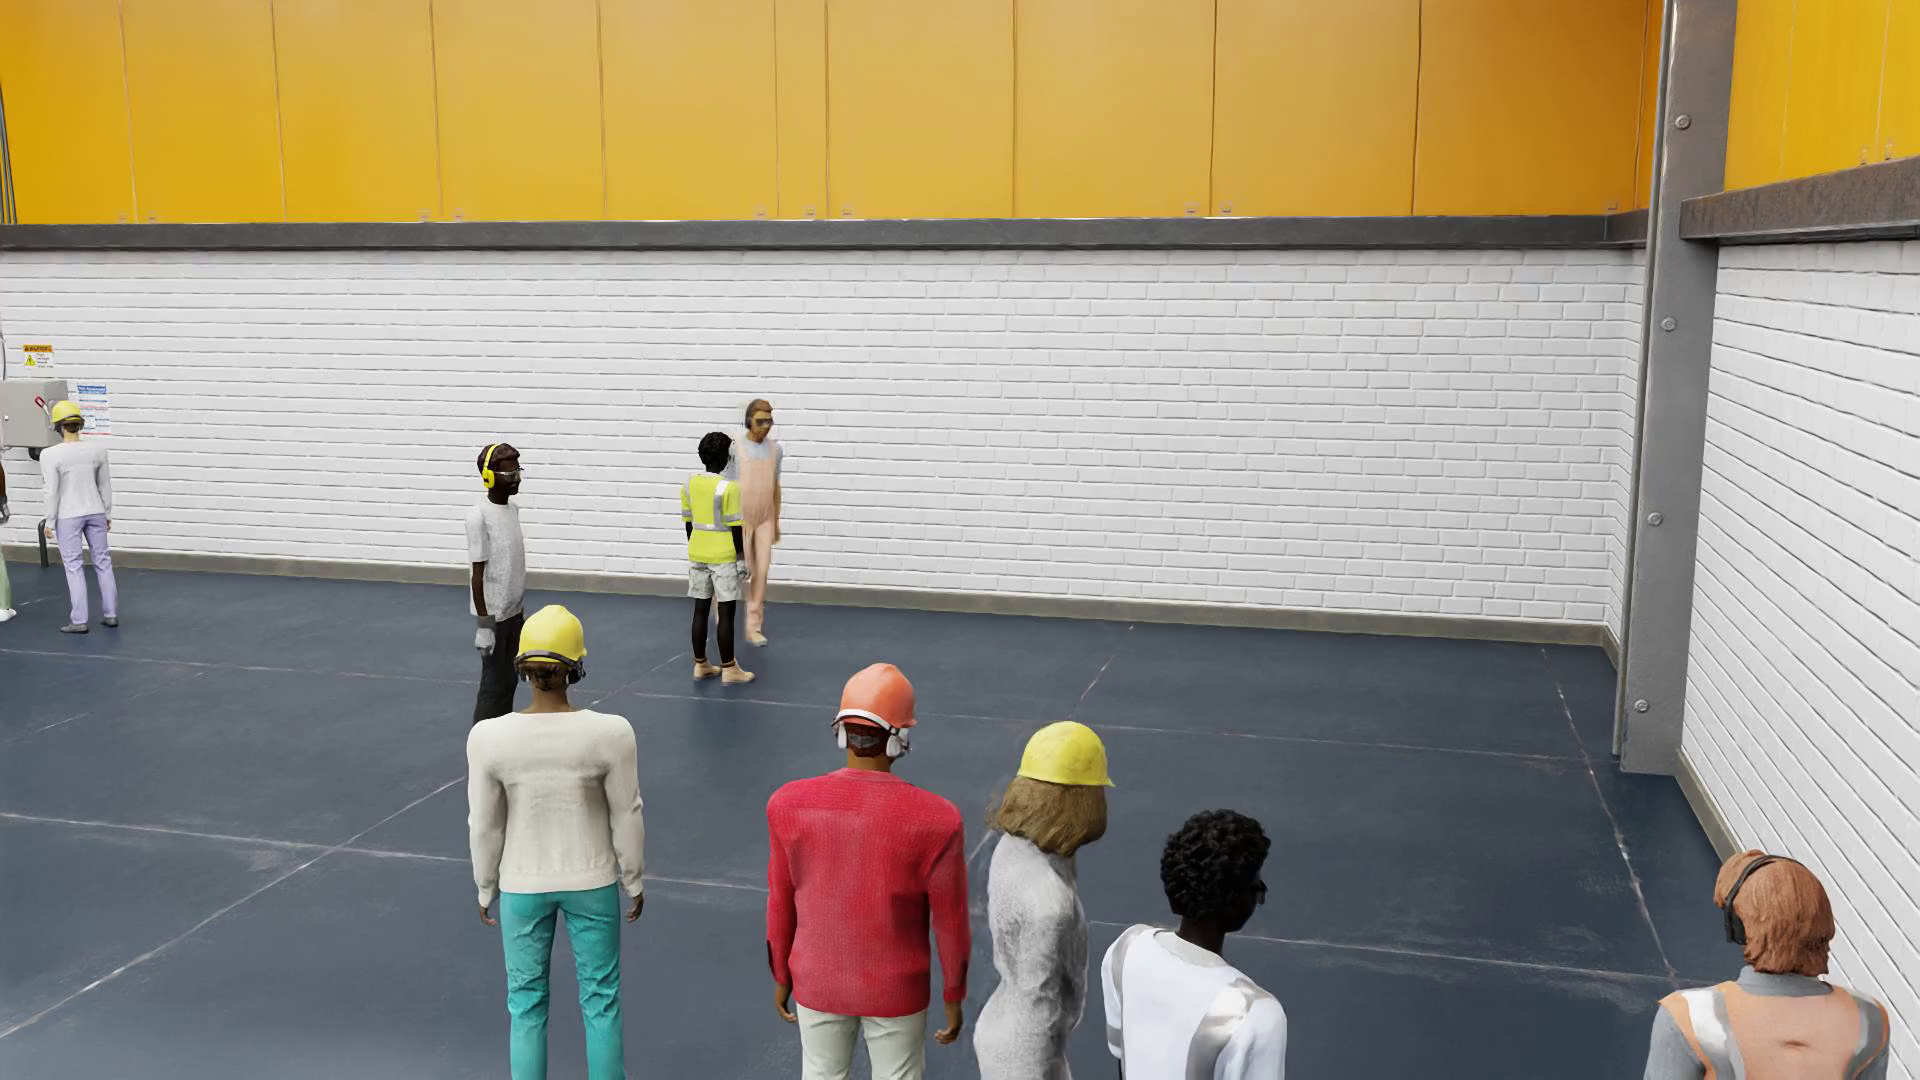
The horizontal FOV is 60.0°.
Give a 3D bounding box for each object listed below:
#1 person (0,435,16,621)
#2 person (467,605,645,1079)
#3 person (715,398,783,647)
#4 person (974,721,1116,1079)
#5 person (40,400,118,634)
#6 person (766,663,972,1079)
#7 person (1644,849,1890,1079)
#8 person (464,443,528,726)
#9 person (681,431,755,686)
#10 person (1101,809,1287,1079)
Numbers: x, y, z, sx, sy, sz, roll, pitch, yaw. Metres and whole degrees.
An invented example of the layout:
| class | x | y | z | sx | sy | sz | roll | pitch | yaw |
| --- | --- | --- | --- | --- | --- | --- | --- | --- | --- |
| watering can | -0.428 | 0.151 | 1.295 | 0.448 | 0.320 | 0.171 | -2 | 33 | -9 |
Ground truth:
| class | x | y | z | sx | sy | sz | roll | pitch | yaw |
| --- | --- | --- | --- | --- | --- | --- | --- | --- | --- |
| person | -7.674 | -0.272 | 12.903 | 0.521 | 1.864 | 0.335 | -6 | 11 | -30 |
| person | -1.258 | 1.078 | 5.234 | 0.533 | 1.768 | 0.310 | -1 | 10 | -9 |
| person | -1.556 | -0.137 | 12.218 | 0.547 | 1.824 | 0.491 | -7 | 12 | -35 |
| person | 0.087 | 1.295 | 4.119 | 0.620 | 1.716 | 0.502 | -1 | 10 | -7 |
| person | -6.693 | -0.174 | 12.611 | 0.329 | 1.765 | 0.533 | 6 | 11 | 31 |
| person | -0.249 | 1.199 | 4.610 | 0.577 | 1.736 | 0.355 | 2 | 10 | 9 |
| person | 1.644 | 1.447 | 3.460 | 0.524 | 1.631 | 0.315 | -1 | 10 | -6 |
| person | -2.441 | 0.410 | 8.867 | 0.309 | 1.868 | 0.534 | 1 | 10 | 8 |
| person | -1.622 | 0.122 | 11.069 | 0.533 | 1.695 | 0.319 | 7 | 12 | 37 |
| person | 0.500 | 1.400 | 3.572 | 0.321 | 1.687 | 0.537 | -6 | 11 | -31 |
